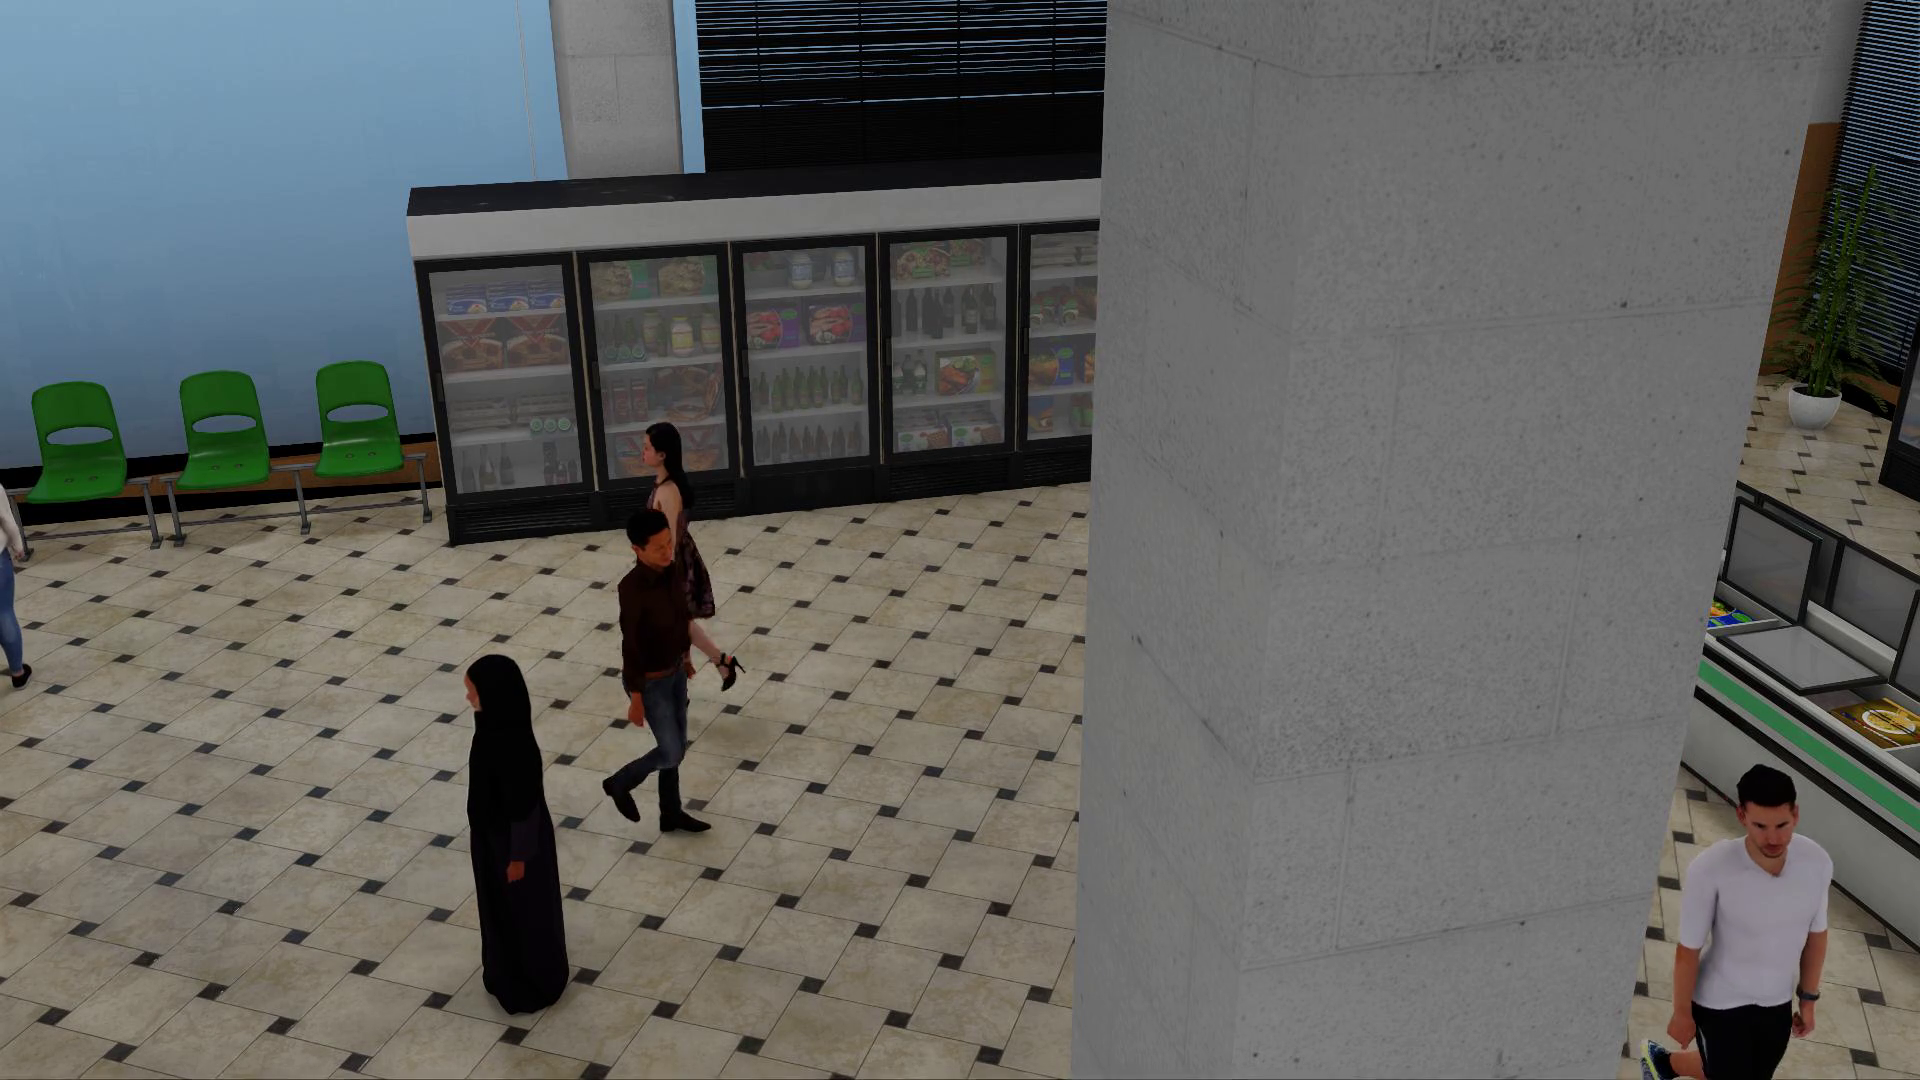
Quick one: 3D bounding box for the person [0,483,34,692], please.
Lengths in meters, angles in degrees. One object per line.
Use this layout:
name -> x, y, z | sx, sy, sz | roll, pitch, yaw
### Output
person -> -5.465, 0.116, 9.229 | 0.645, 1.691, 0.670 | -8, 25, -18

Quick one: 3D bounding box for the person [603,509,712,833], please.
person -> -1.516, 0.660, 7.892 | 0.954, 1.765, 0.882 | 5, 24, 12

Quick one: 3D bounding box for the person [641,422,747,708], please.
person -> -1.477, 0.195, 8.957 | 0.728, 1.765, 0.754 | -4, 24, -9

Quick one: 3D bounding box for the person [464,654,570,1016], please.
person -> -1.844, 1.191, 6.868 | 0.698, 1.614, 0.574 | -11, 26, -23

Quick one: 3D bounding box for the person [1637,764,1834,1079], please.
person -> 2.679, 1.542, 5.803 | 0.736, 1.824, 1.032 | -5, 24, -10
